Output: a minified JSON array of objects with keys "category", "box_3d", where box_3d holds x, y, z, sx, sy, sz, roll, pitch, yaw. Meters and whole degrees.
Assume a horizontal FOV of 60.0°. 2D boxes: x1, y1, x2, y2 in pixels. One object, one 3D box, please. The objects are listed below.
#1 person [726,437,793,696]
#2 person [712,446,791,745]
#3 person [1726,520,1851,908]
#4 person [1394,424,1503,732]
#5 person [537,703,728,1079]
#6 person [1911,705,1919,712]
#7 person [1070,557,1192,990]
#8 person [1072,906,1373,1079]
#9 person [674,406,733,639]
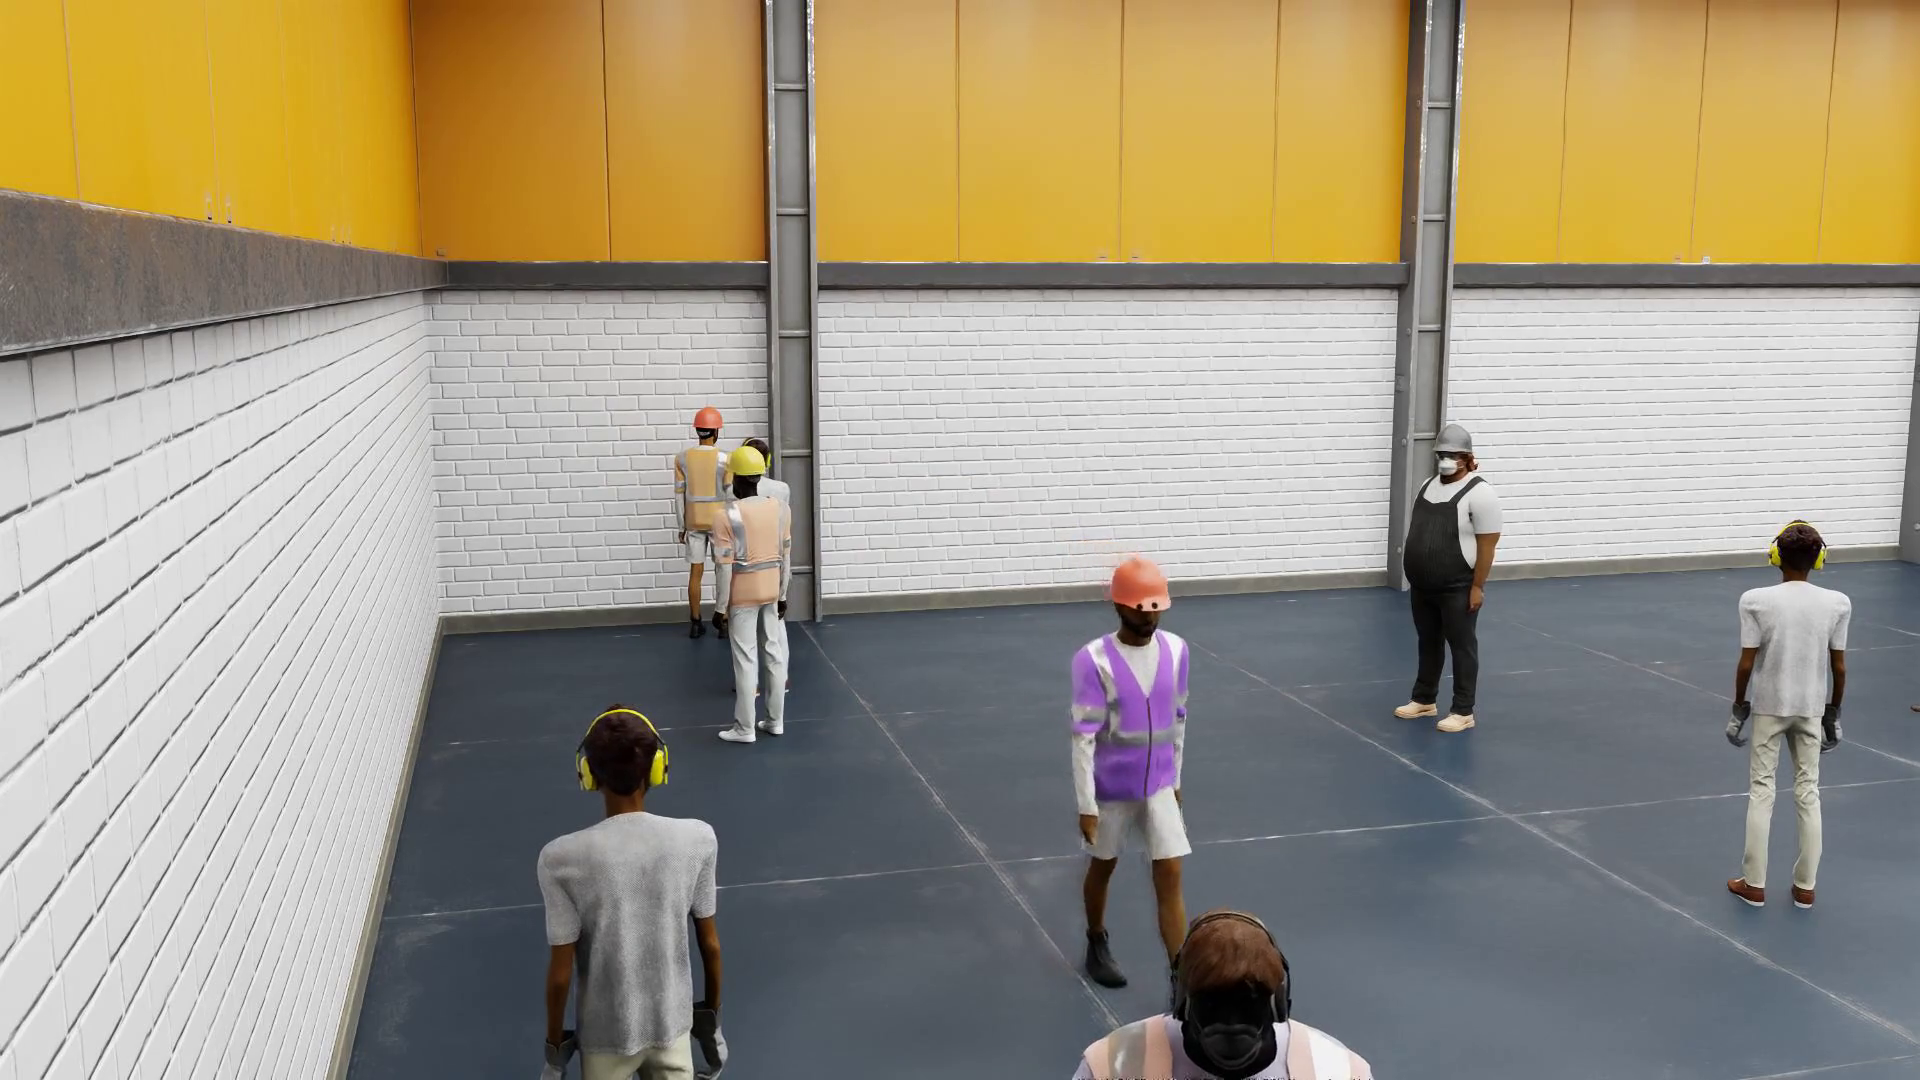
[{"category":"person","box_3d":[-1.440,0.190,11.996,0.508,1.863,0.332,-5,10,-29]},{"category":"person","box_3d":[-1.351,0.356,10.746,0.587,1.930,0.357,-9,13,-44]},{"category":"person","box_3d":[3.951,0.832,7.960,0.508,1.872,0.329,2,9,11]},{"category":"person","box_3d":[3.217,0.244,11.097,0.538,2.000,0.687,-5,10,-28]},{"category":"person","box_3d":[-0.900,1.376,4.584,0.528,1.865,0.313,-5,10,-26]},{"category":"person","box_3d":[6.989,0.294,11.278,0.712,1.884,0.664,1,9,8]},{"category":"person","box_3d":[0.733,1.012,6.770,0.575,1.885,0.980,-3,10,-21]},{"category":"person","box_3d":[0.507,1.601,3.253,0.625,1.843,0.430,0,9,2]},{"category":"person","box_3d":[-2.081,-0.140,13.816,0.553,1.935,0.361,1,9,9]}]
